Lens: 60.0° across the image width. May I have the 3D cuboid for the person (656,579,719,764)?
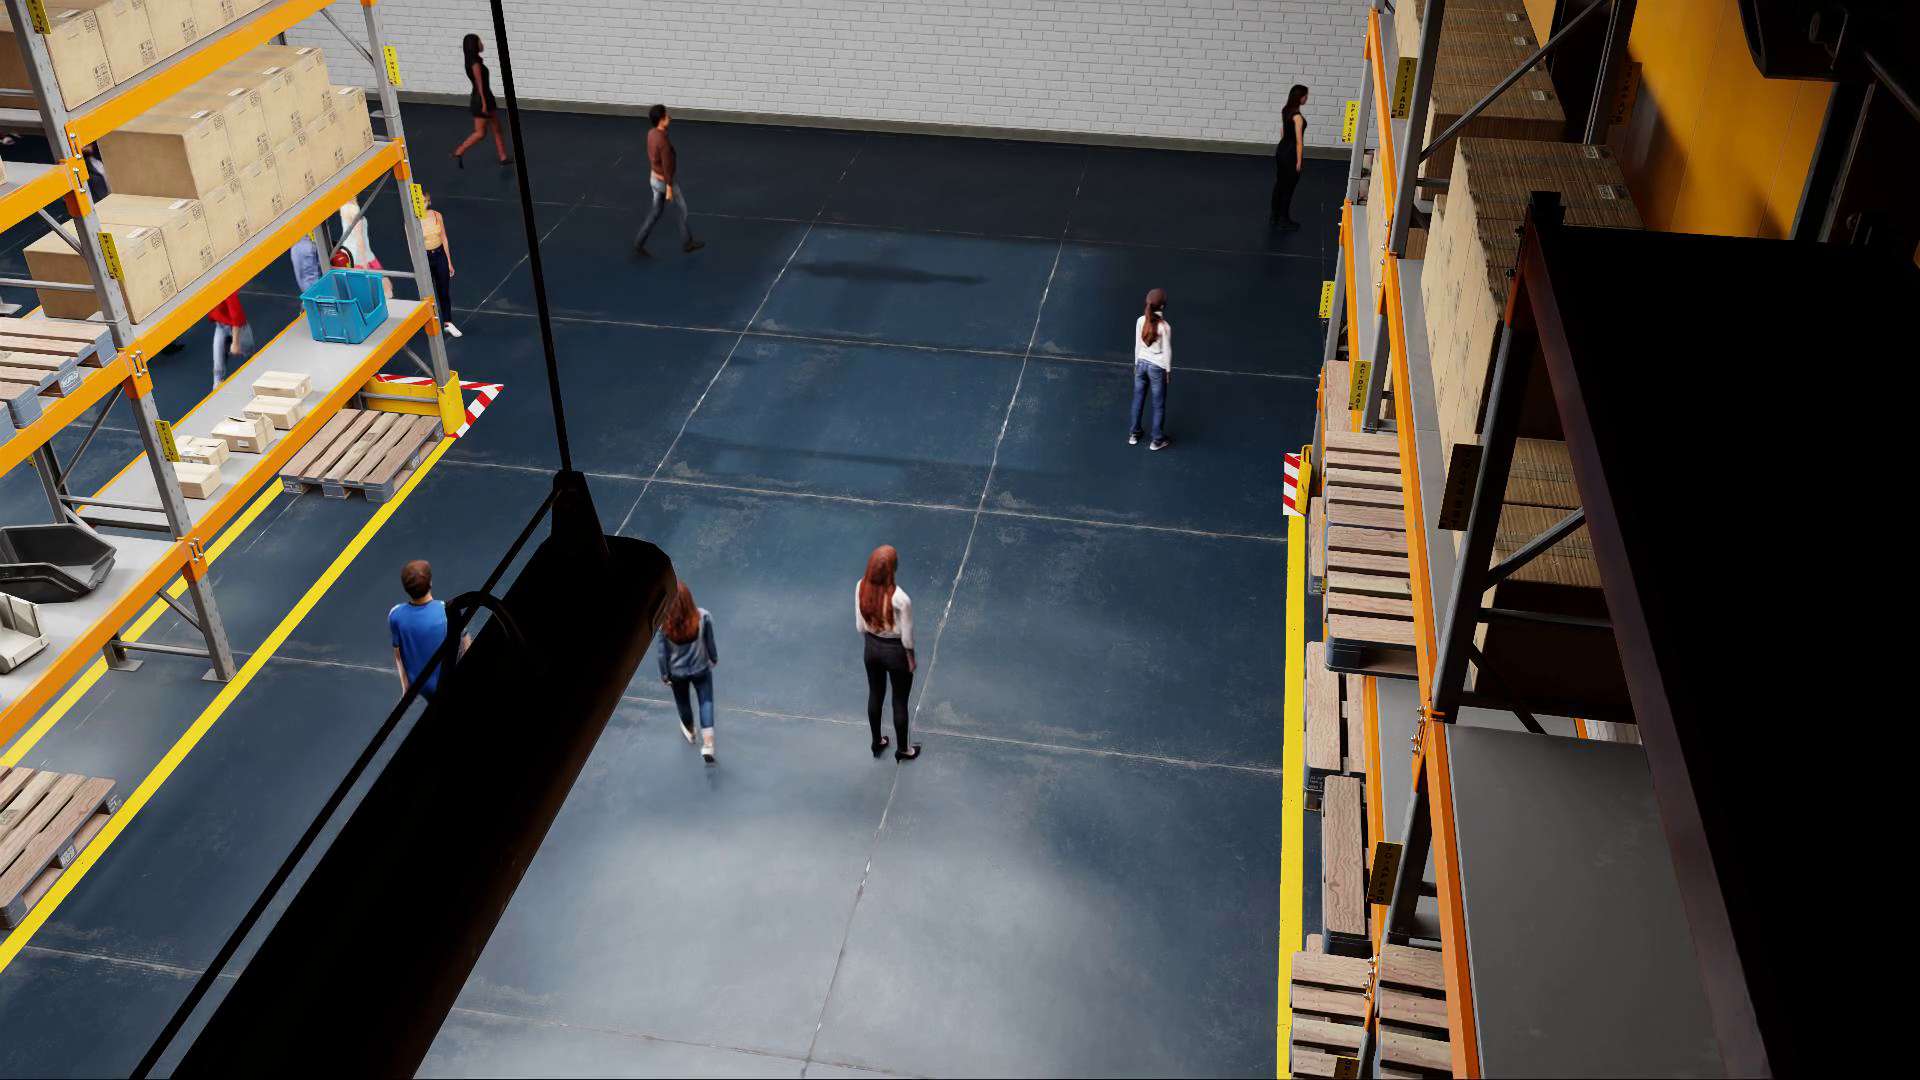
[{"bbox_3d":[-1.855,0.915,11.479,0.794,1.465,0.948,-10,35,-15],"label":"person"}]

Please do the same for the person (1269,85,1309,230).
[{"bbox_3d":[3.839,-4.470,19.379,0.733,1.687,0.618,-10,35,-14],"label":"person"}]

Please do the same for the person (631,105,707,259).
[{"bbox_3d":[-3.389,-3.955,18.554,1.179,1.744,1.141,-20,39,-28],"label":"person"}]

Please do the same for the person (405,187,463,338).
[{"bbox_3d":[-5.389,-2.816,16.944,0.637,1.628,0.712,-25,41,-32],"label":"person"}]

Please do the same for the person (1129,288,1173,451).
[{"bbox_3d":[1.739,-1.565,15.126,0.609,1.557,0.628,21,39,28],"label":"person"}]

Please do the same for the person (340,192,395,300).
[{"bbox_3d":[-6.139,-2.789,16.797,1.067,1.747,0.974,-24,40,-31],"label":"person"}]

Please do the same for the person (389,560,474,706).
[{"bbox_3d":[-3.468,1.005,11.028,0.845,1.813,1.301,-1,34,-2],"label":"person"}]

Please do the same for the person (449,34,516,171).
[{"bbox_3d":[-6.061,-5.437,20.806,0.988,1.719,1.112,-10,35,-14],"label":"person"}]

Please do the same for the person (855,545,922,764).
[{"bbox_3d":[-0.497,0.792,11.399,0.654,1.758,0.619,18,38,25],"label":"person"}]

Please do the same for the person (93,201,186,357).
[{"bbox_3d":[-8.355,-2.438,16.288,0.955,1.726,1.077,25,41,33],"label":"person"}]
